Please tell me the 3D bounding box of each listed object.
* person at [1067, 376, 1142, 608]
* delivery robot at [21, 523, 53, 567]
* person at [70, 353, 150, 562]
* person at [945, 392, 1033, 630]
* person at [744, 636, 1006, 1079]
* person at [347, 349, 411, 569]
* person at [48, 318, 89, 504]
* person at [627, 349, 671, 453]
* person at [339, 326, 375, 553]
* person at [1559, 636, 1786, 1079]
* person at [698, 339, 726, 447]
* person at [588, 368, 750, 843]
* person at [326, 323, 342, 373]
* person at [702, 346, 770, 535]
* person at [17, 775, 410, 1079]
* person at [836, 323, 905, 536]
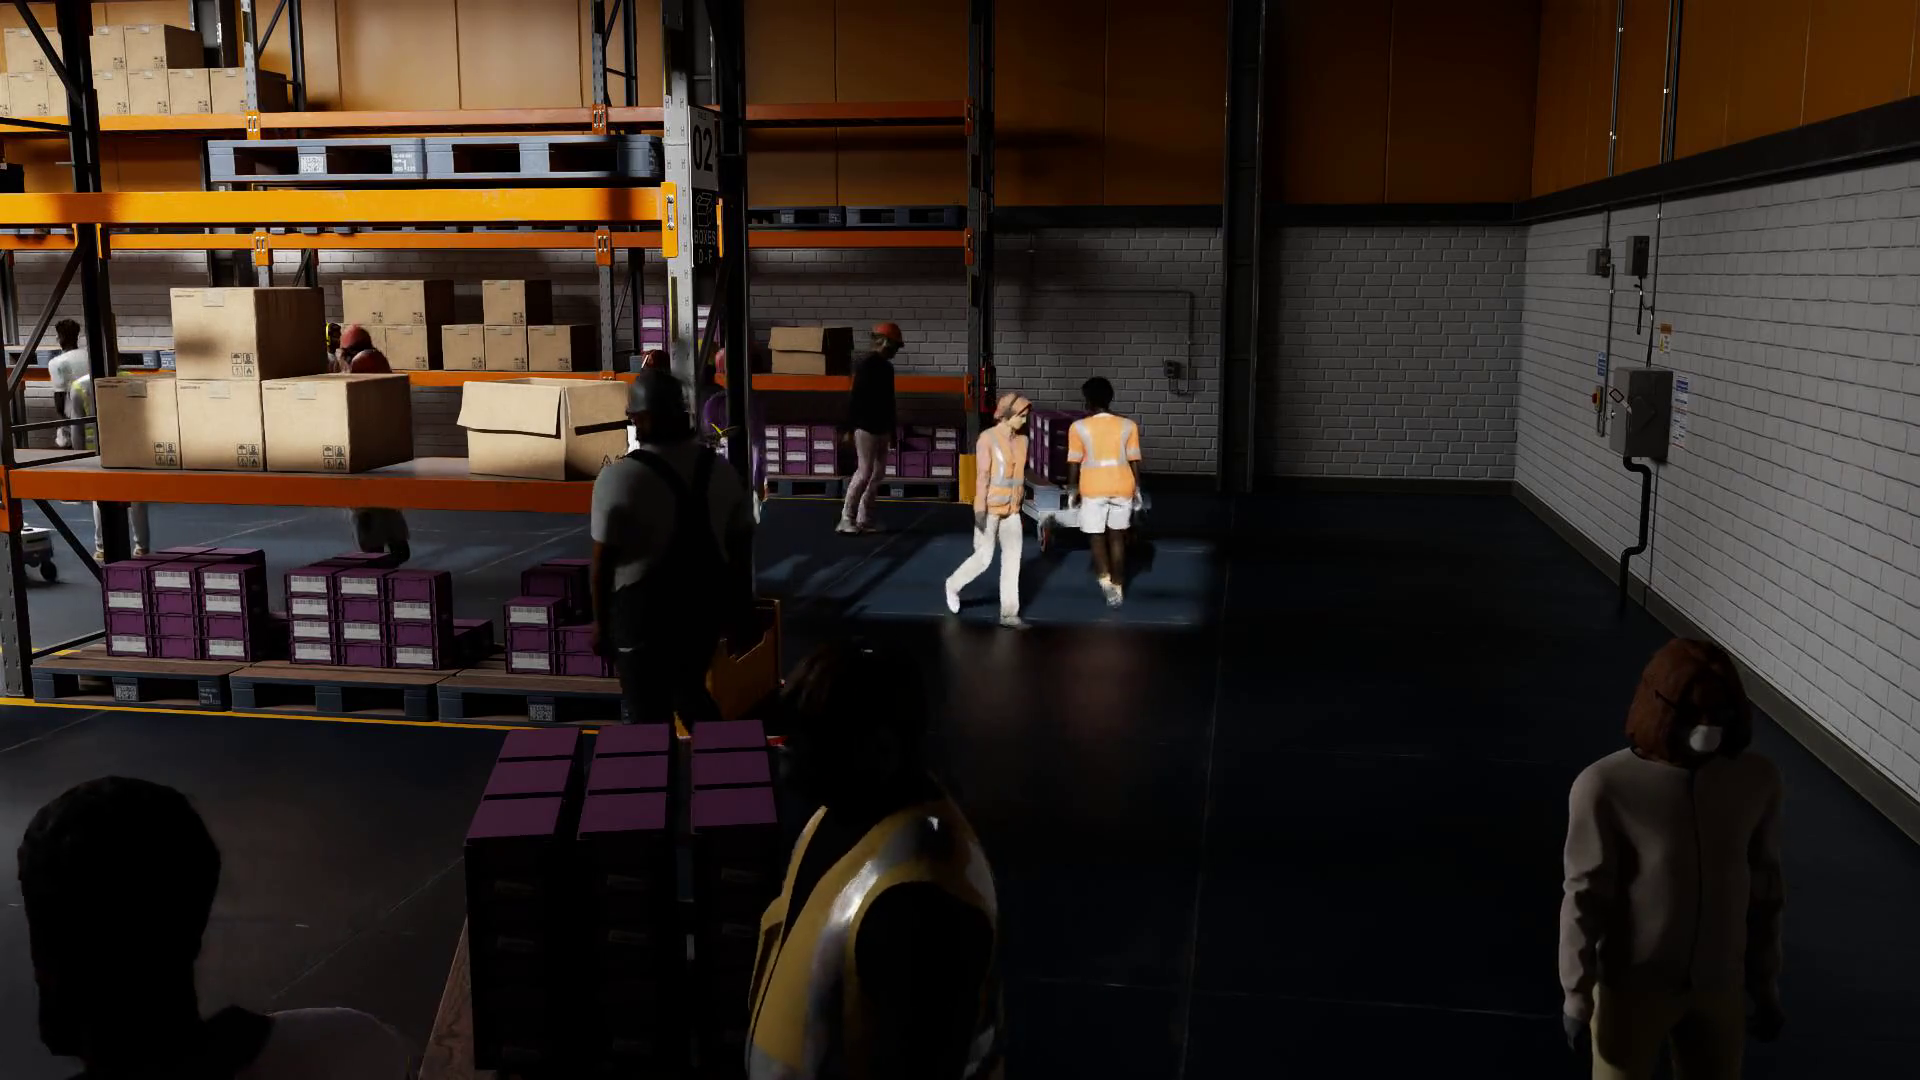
[{"bbox_3d":[1.060,-0.335,11.922,0.547,1.661,0.695,-2,9,-10],"label":"person"},{"bbox_3d":[-7.421,0.010,12.926,0.707,0.478,0.477,4,10,22],"label":"delivery robot"},{"bbox_3d":[-7.070,-0.735,13.900,0.629,1.836,0.429,-7,12,-39],"label":"person"},{"bbox_3d":[0.204,-0.209,11.314,0.683,1.604,0.549,8,12,42],"label":"person"},{"bbox_3d":[-0.082,1.053,2.838,0.562,1.828,0.636,-3,10,-16],"label":"person"},{"bbox_3d":[-3.827,-0.277,10.777,0.477,1.918,0.551,2,9,11],"label":"person"},{"bbox_3d":[-9.007,-1.308,17.121,0.800,1.939,0.618,6,11,31],"label":"person"},{"bbox_3d":[-2.064,-0.369,11.462,0.353,1.883,0.577,7,12,38],"label":"person"},{"bbox_3d":[-4.712,-0.688,13.122,0.630,1.992,1.048,-6,11,-35],"label":"person"},{"bbox_3d":[1.584,1.008,3.718,0.511,1.623,0.287,-1,9,-7],"label":"person"},{"bbox_3d":[-1.886,-0.530,12.333,0.376,1.922,0.594,5,11,30],"label":"person"},{"bbox_3d":[-1.245,0.275,6.979,0.583,2.000,0.684,9,13,44],"label":"person"},{"bbox_3d":[-6.664,-1.372,17.726,0.329,1.873,0.514,-2,9,-13],"label":"person"},{"bbox_3d":[-1.569,-0.397,11.666,0.430,1.921,0.565,5,11,31],"label":"person"},{"bbox_3d":[-0.912,1.181,1.898,0.996,1.862,0.613,5,11,29],"label":"person"},{"bbox_3d":[-0.794,-1.019,15.299,0.511,1.945,0.683,4,10,23],"label":"person"}]
